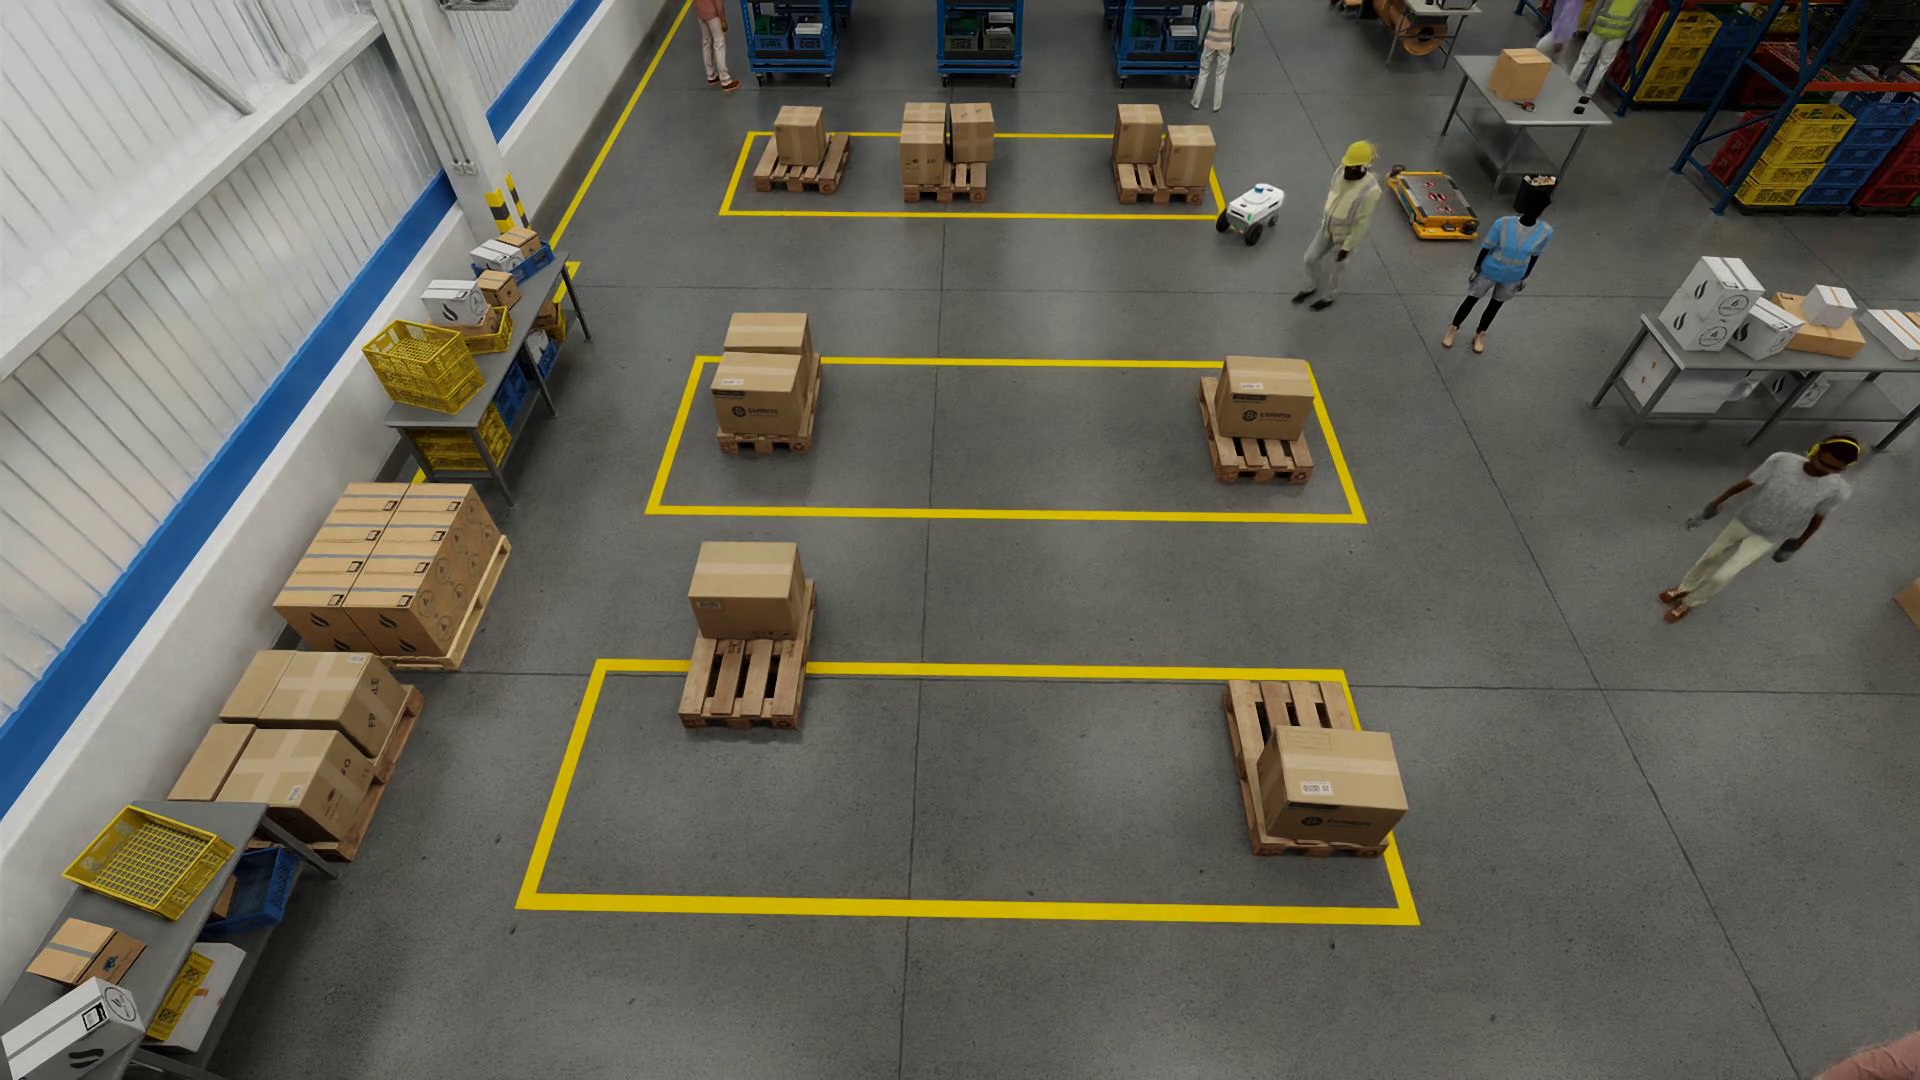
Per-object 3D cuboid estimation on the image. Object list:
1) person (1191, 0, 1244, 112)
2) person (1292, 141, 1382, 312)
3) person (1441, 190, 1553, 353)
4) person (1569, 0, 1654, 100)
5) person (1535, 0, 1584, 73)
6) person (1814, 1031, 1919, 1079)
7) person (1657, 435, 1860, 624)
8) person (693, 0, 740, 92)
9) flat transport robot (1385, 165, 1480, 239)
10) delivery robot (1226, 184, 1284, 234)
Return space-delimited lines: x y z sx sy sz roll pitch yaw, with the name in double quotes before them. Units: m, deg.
"person" 3.476 -6.692 12.420 0.528 1.628 0.323 10 50 9
"person" 3.770 -3.093 9.178 0.542 1.807 0.610 -23 53 -19
"person" 5.180 -2.554 8.788 0.540 1.695 0.317 14 51 12
"person" 8.844 -6.913 12.476 0.629 1.837 0.429 25 54 20
"person" 8.046 -6.866 12.415 0.956 1.875 0.645 33 57 25
"person" 4.153 2.716 4.117 0.965 1.859 0.656 -24 53 -19
"person" 5.591 -0.078 6.546 0.616 1.845 0.594 -20 52 -16
"person" -3.456 -7.340 12.747 0.611 1.985 0.415 33 57 25
"flat transport robot" 5.692 -4.094 11.059 0.652 0.197 1.431 1 49 1
"delivery robot" 3.422 -3.881 10.628 0.707 0.478 0.477 -35 58 -27
